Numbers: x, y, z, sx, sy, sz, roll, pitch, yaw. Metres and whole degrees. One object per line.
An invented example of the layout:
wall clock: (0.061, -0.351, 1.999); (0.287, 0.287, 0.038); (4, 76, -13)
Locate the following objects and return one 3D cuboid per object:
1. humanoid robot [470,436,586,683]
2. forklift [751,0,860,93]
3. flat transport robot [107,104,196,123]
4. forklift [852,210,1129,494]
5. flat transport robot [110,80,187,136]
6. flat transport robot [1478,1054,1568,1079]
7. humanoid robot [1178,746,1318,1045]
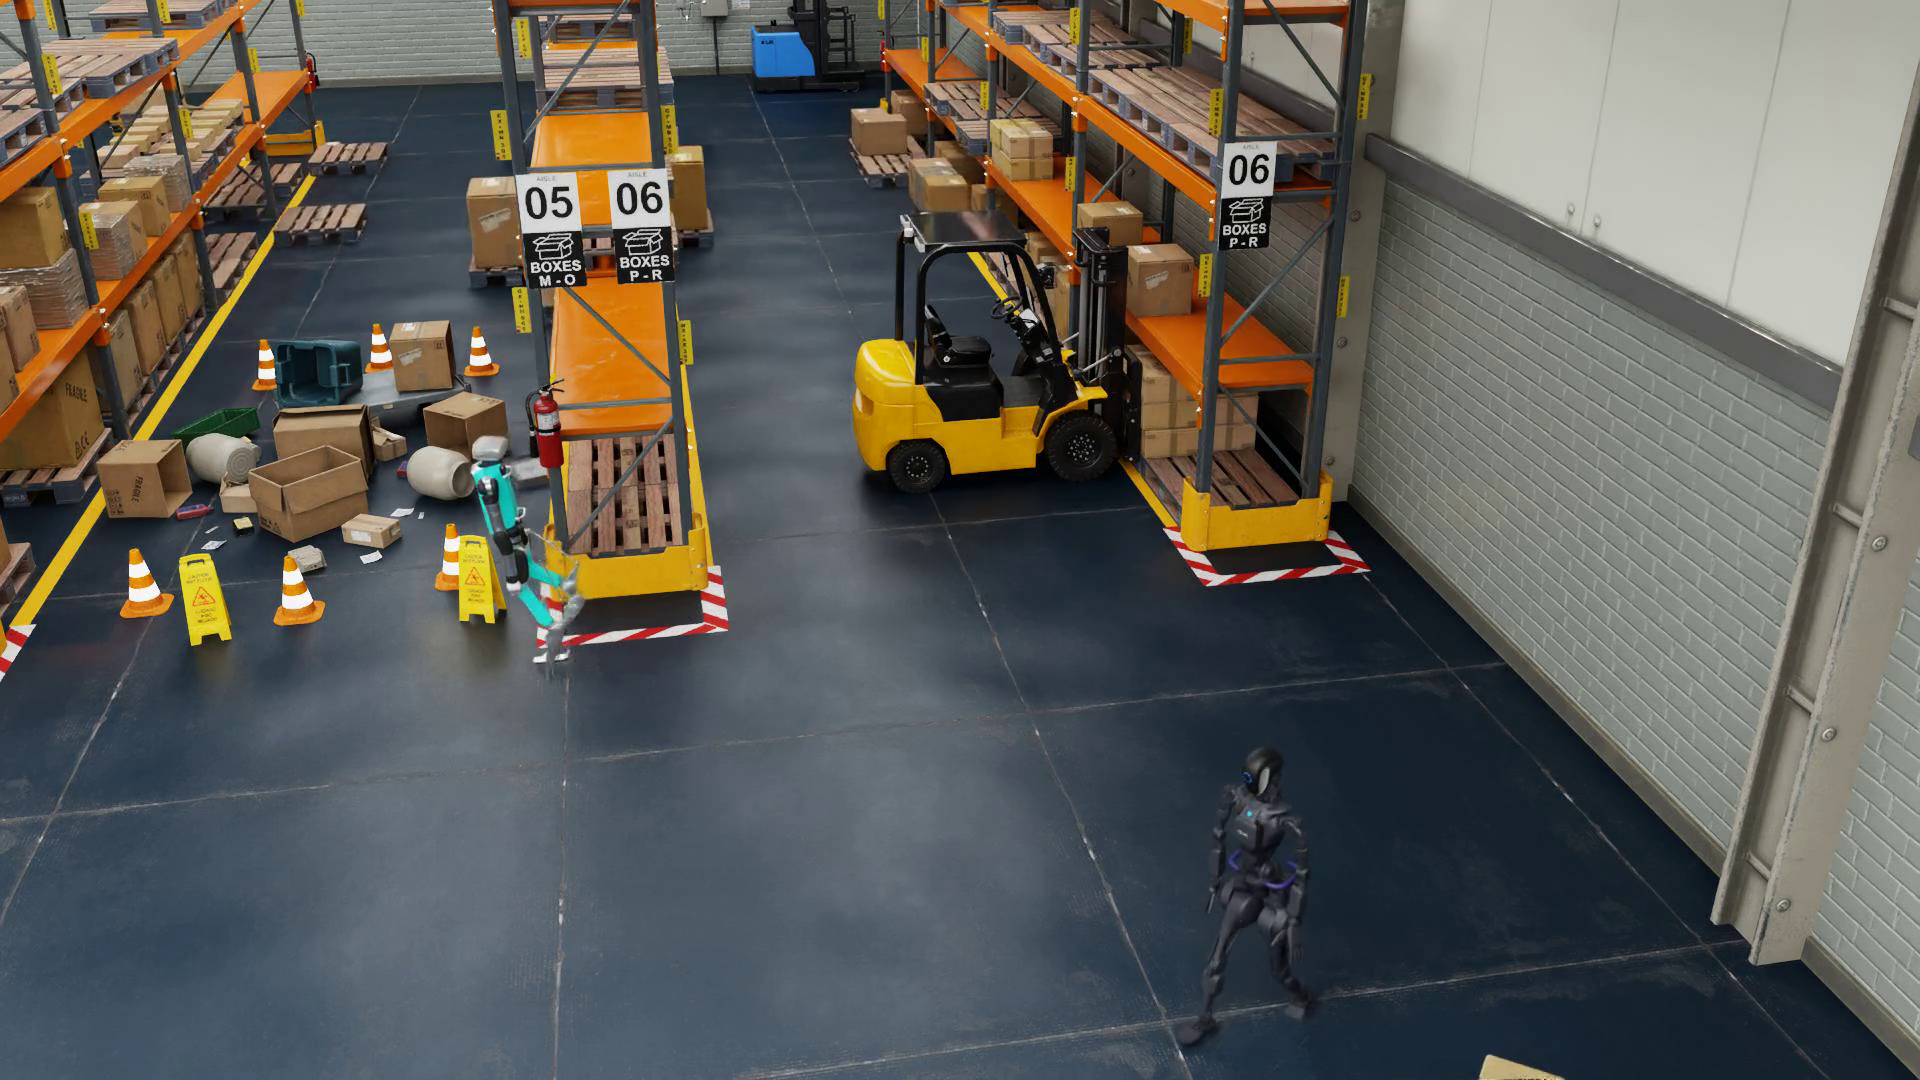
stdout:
humanoid robot: (-2.805, 0.182, 11.171); (0.746, 1.887, 0.538); (-4, 26, -9)
forklift: (-2.872, -9.679, 30.288); (1.873, 2.768, 1.129); (-5, 26, -10)
flat transport robot: (-13.878, -7.332, 28.398); (0.659, 0.231, 1.431); (23, 34, 39)
forklift: (0.216, -1.659, 14.366); (2.313, 2.155, 1.214); (-5, 26, -10)
flat transport robot: (-13.199, -6.844, 27.382); (1.431, 0.231, 0.659); (-12, 28, -24)
flat transport robot: (2.209, 3.276, 6.307); (0.659, 0.231, 1.431); (-18, 31, -33)
humanoid robot: (1.460, 1.717, 8.001); (0.742, 1.643, 0.600); (-22, 33, -38)
